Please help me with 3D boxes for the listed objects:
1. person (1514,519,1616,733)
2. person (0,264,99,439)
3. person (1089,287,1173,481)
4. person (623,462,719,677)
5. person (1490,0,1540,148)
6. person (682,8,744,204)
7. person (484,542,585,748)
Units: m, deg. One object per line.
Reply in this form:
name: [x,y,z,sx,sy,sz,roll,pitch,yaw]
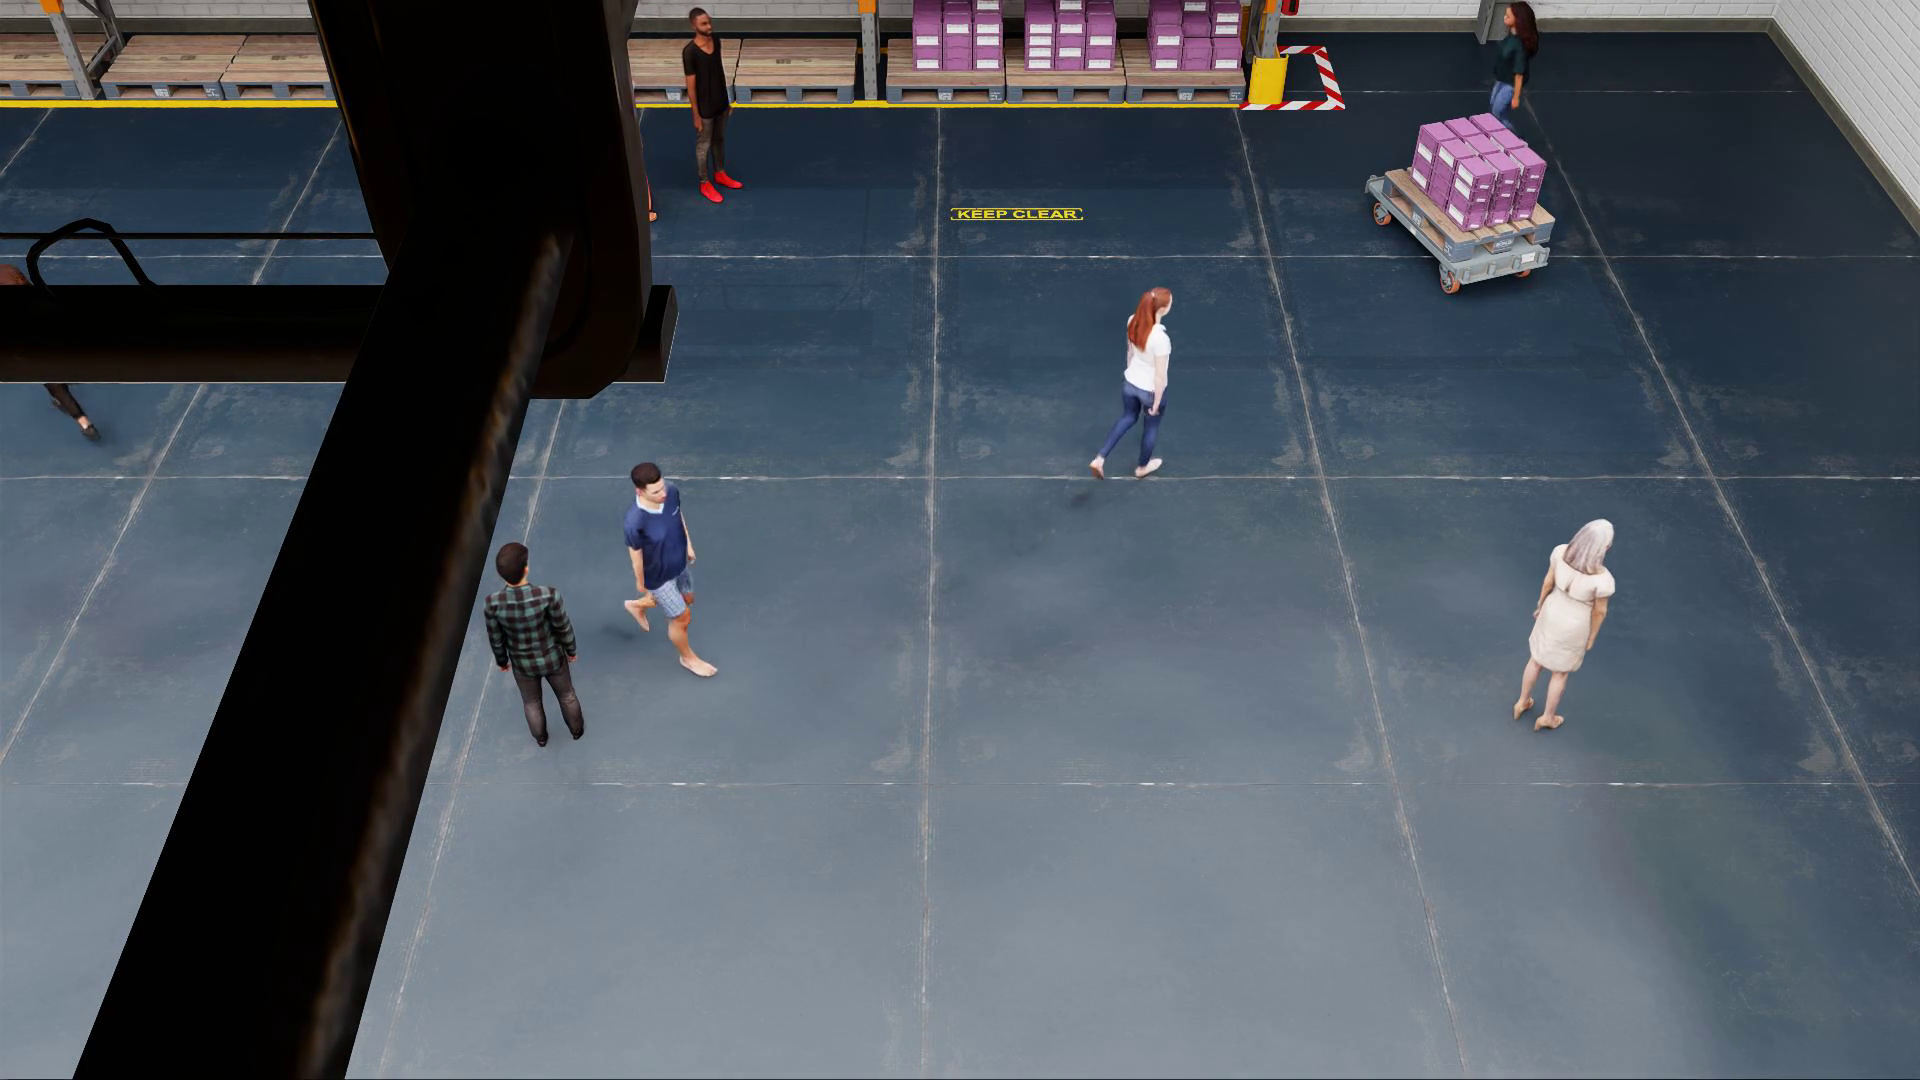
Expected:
person: [3.793,0.543,10.437,0.735,1.735,0.694,-29,51,-27]
person: [-6.967,-1.403,12.683,1.040,1.455,0.906,27,50,26]
person: [1.269,-1.075,12.147,0.992,1.719,0.909,-31,52,-28]
person: [-1.987,0.147,10.793,1.094,1.818,0.916,20,47,20]
person: [5.208,-4.251,15.569,0.698,1.599,0.596,3,44,3]
person: [-2.290,-3.981,15.136,0.724,1.805,0.720,24,49,23]
person: [-2.662,0.712,10.425,0.560,1.709,0.758,-9,44,-9]
